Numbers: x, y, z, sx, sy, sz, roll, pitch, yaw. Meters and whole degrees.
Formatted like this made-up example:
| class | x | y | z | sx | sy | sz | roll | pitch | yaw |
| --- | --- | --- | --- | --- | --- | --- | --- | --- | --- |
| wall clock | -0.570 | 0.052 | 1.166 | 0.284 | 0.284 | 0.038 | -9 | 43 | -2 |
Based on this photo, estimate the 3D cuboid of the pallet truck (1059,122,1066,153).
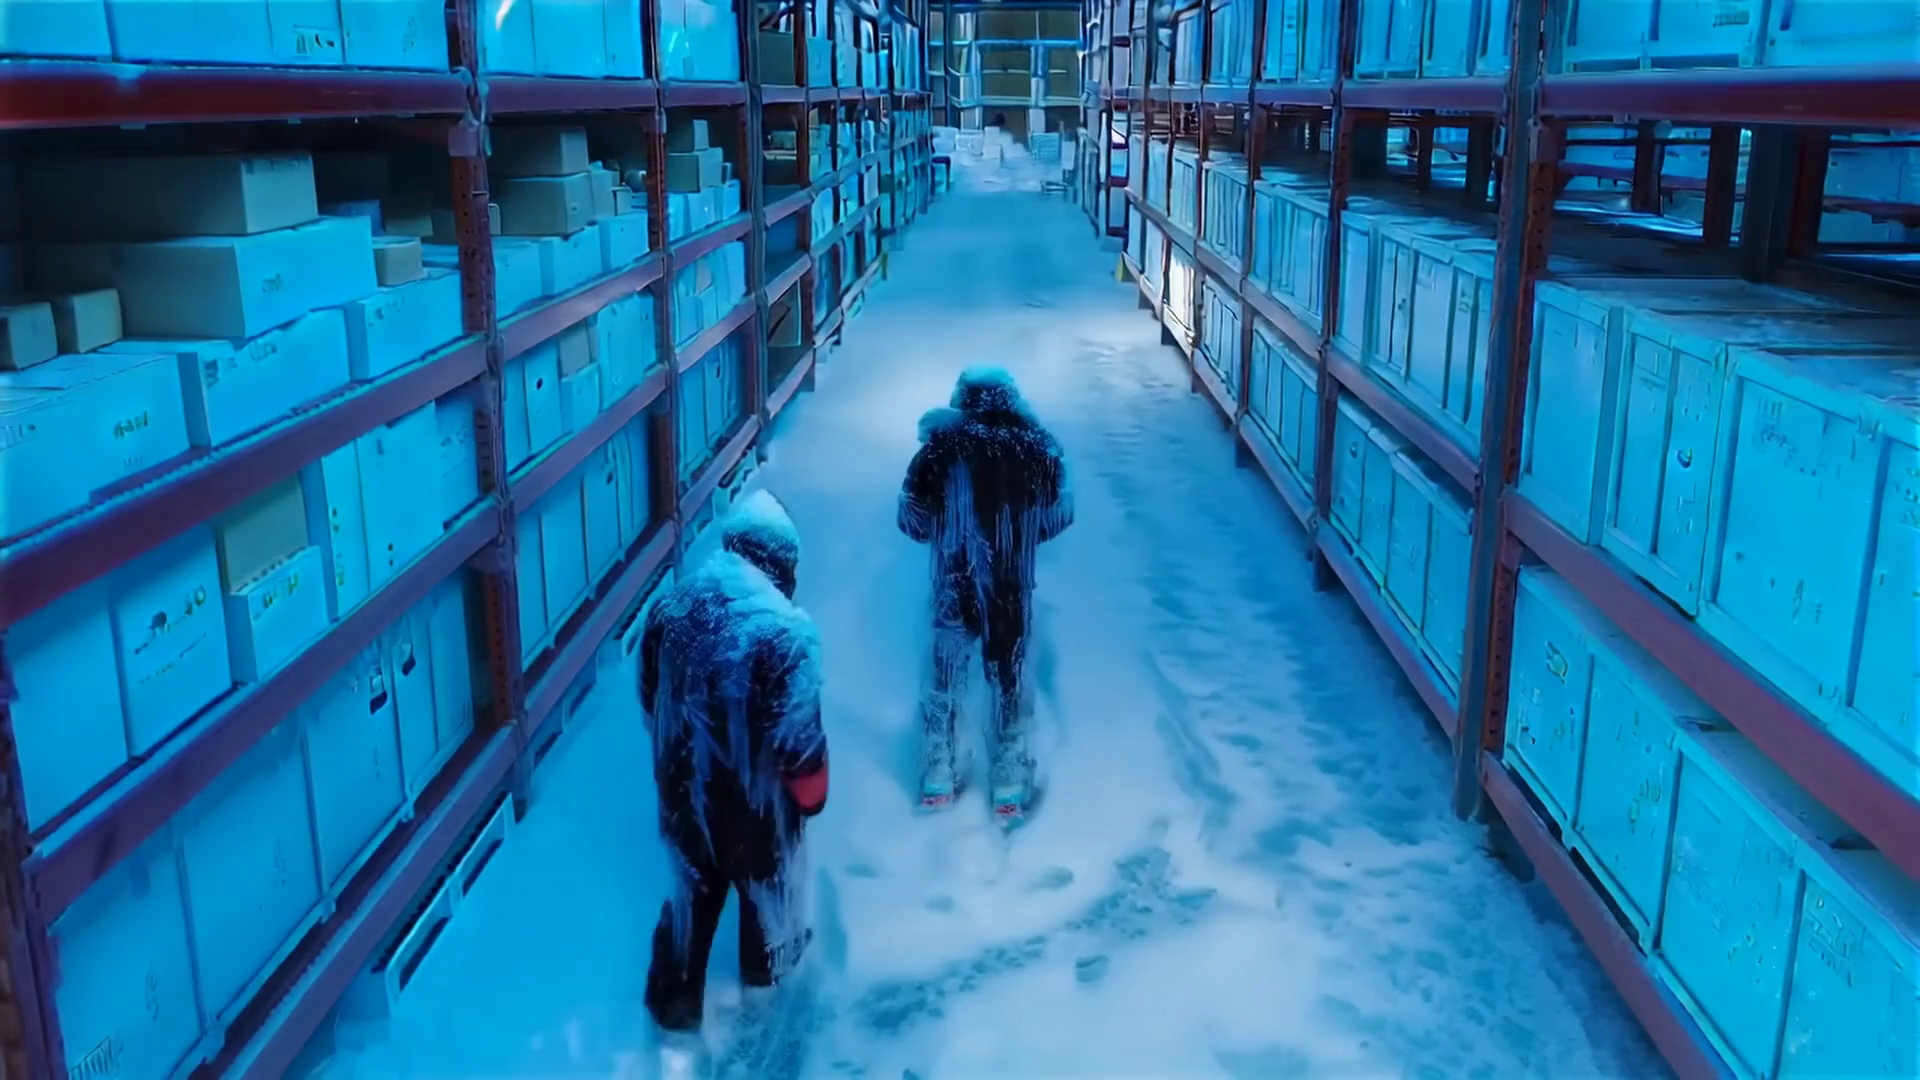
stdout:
| class | x | y | z | sx | sy | sz | roll | pitch | yaw |
| --- | --- | --- | --- | --- | --- | --- | --- | --- | --- |
| pallet truck | 5.788 | -21.111 | 88.014 | 1.885 | 1.965 | 0.823 | 5 | 16 | 18 |

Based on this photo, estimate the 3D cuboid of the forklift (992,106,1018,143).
| class | x | y | z | sx | sy | sz | roll | pitch | yaw |
| --- | --- | --- | --- | --- | --- | --- | --- | --- | --- |
| forklift | 2.113 | -20.391 | 83.660 | 1.129 | 2.768 | 1.873 | -7 | 17 | -24 |

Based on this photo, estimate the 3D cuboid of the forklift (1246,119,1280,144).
| class | x | y | z | sx | sy | sz | roll | pitch | yaw |
| --- | --- | --- | --- | --- | --- | --- | --- | --- | --- |
| forklift | 7.710 | -9.288 | 42.348 | 1.129 | 2.768 | 1.873 | 0 | 15 | 2 |
